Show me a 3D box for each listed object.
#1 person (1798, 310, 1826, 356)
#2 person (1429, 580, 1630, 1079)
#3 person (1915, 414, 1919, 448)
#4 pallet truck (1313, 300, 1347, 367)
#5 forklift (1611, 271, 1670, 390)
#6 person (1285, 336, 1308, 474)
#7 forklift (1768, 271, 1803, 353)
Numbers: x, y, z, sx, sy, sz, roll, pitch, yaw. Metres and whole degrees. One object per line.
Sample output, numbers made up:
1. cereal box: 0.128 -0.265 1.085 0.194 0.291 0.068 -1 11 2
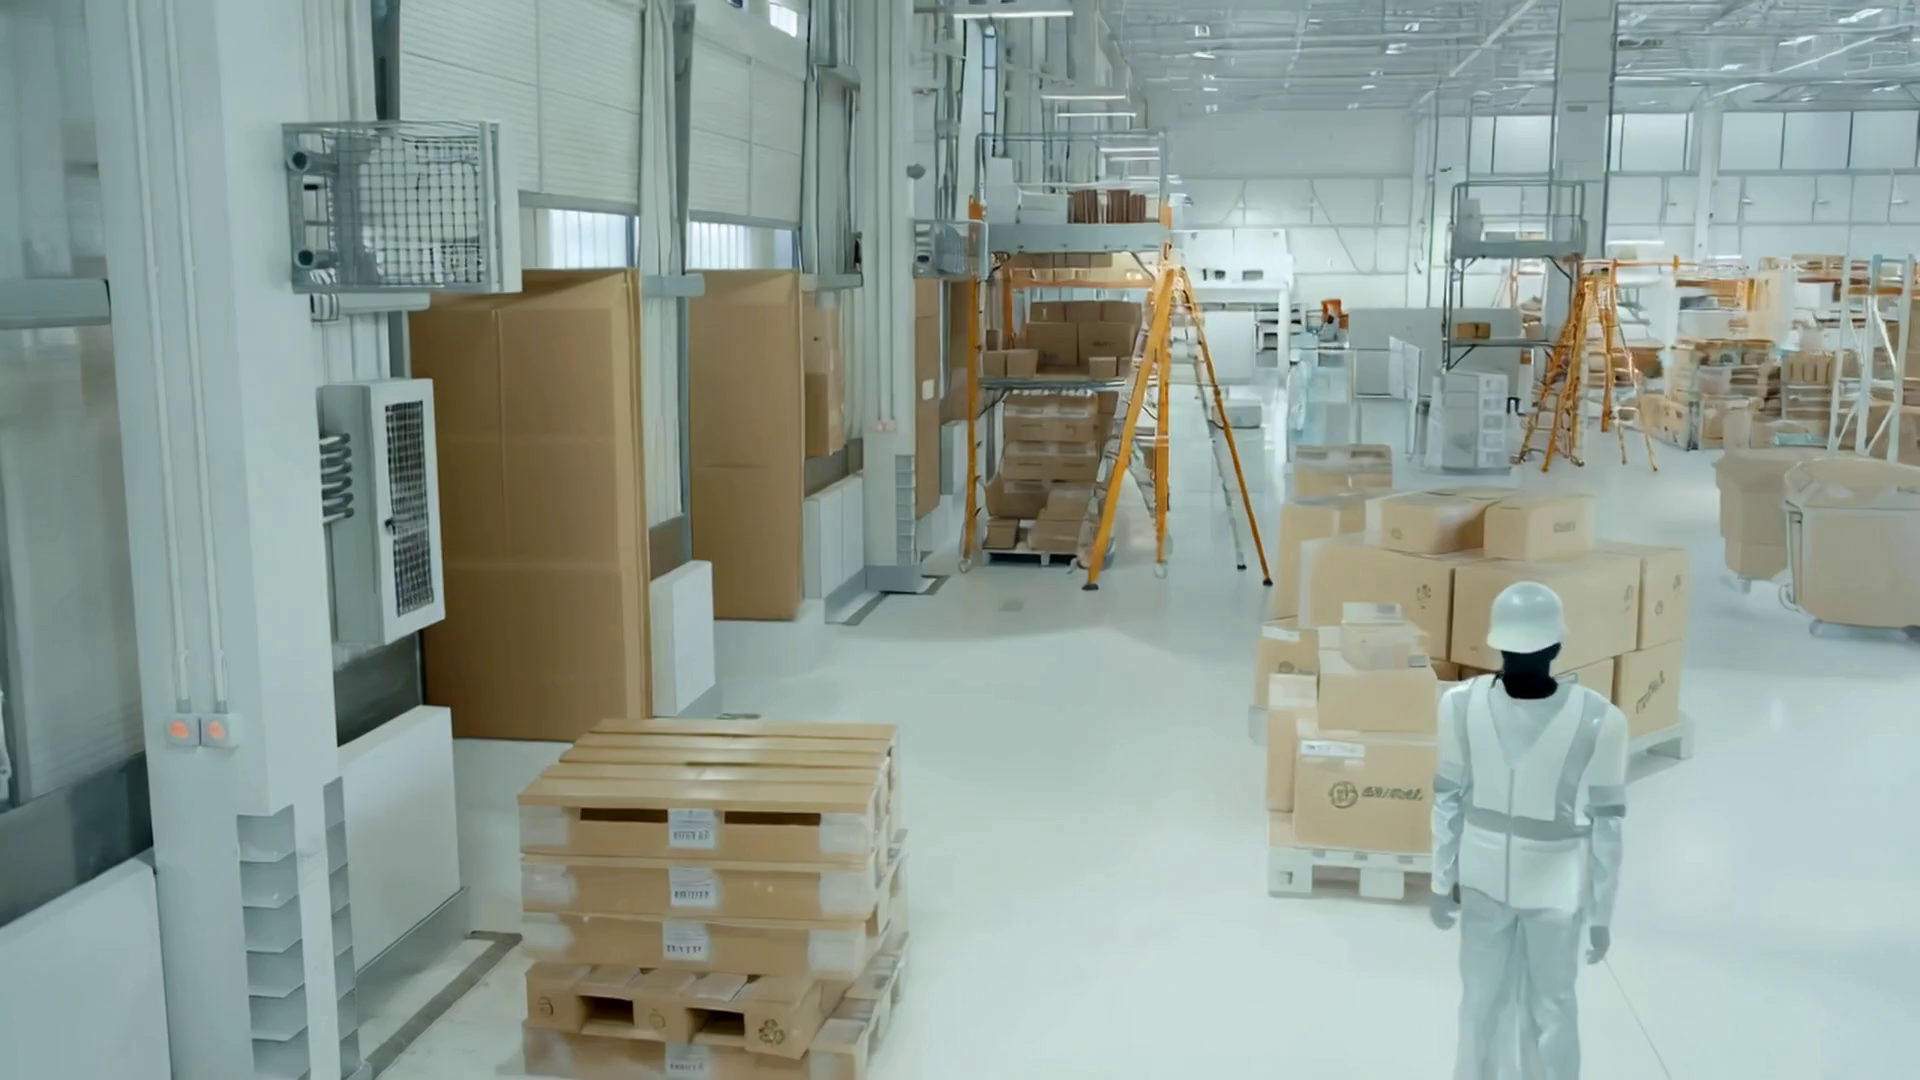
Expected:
1. person: 20.285 -4.534 39.704 0.634 1.921 0.797 -1 9 -6
2. person: 1.737 1.065 5.165 0.588 1.919 0.396 7 11 36
3. person: 15.604 -2.337 26.695 0.319 1.739 0.485 9 13 44
4. pallet truck: 11.159 -6.200 49.718 0.823 1.965 1.885 4 10 26
5. forklift: 16.250 -4.896 38.963 1.873 2.768 1.129 1 9 9
6. person: 4.690 -1.899 23.376 0.357 1.937 0.551 -1 9 -7
7. forklift: 23.668 -6.372 48.063 1.873 2.768 1.129 0 9 3
